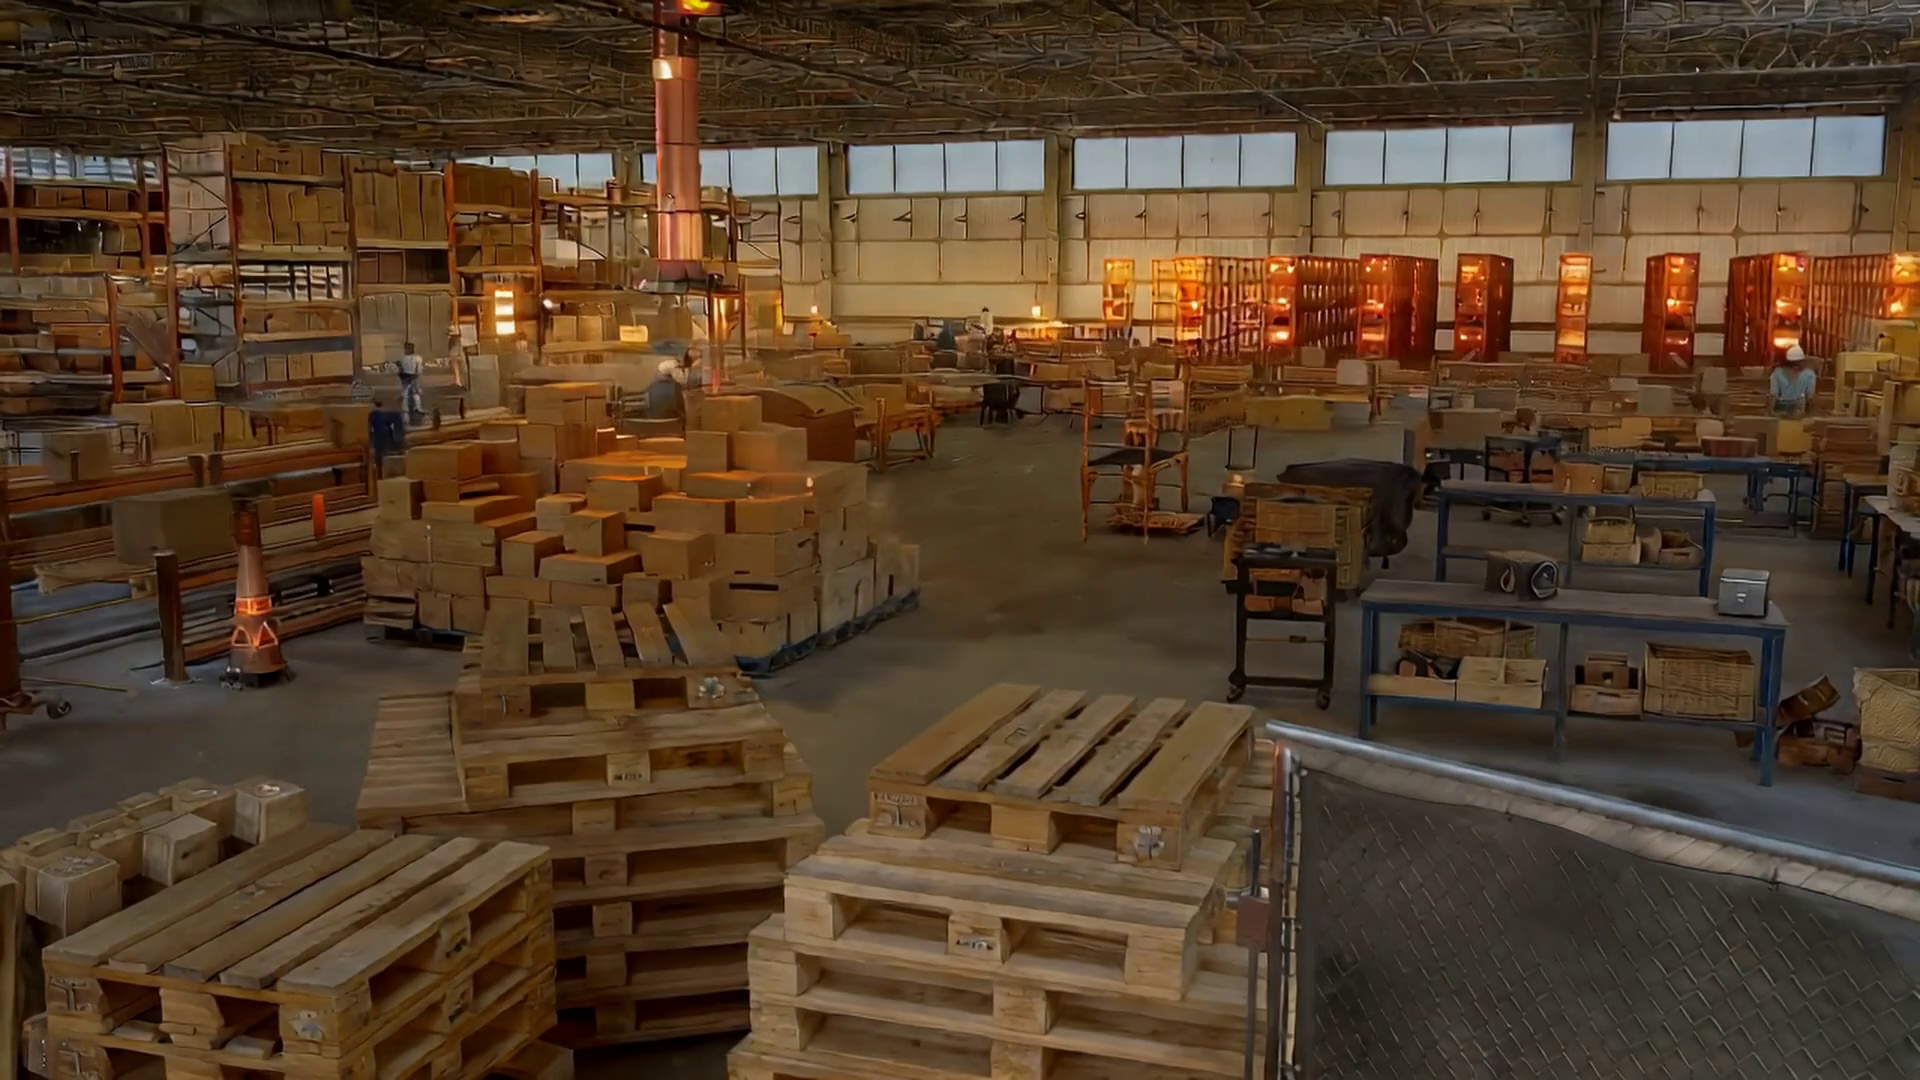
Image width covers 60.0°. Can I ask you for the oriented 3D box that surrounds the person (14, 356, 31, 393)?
[{"bbox_3d":[-19.892,-3.403,35.497,0.851,1.588,0.521,4,10,26],"label":"person"}]

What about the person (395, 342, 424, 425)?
[{"bbox_3d":[-11.195,-3.188,33.822,0.558,1.687,0.349,-3,9,-18],"label":"person"}]

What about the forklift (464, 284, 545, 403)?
[{"bbox_3d":[-10.832,-4.702,39.610,1.129,2.768,1.873,3,10,20],"label":"forklift"}]

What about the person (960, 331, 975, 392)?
[{"bbox_3d":[0.171,-3.963,38.482,0.389,1.752,0.540,1,9,8],"label":"person"}]

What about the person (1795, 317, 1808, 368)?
[{"bbox_3d":[24.375,-5.561,48.244,0.430,1.844,0.593,2,9,14],"label":"person"}]

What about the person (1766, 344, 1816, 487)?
[{"bbox_3d":[11.922,-1.785,23.908,0.607,2.048,0.369,4,10,25],"label":"person"}]

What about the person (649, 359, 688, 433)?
[{"bbox_3d":[-4.316,-1.752,24.439,0.594,1.811,0.669,4,10,25],"label":"person"}]

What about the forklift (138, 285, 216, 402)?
[{"bbox_3d":[-17.480,-4.200,36.461,1.873,2.768,1.129,3,10,19],"label":"forklift"}]

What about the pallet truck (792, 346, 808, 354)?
[{"bbox_3d":[-3.705,-4.298,42.022,0.653,1.274,1.630,3,10,20],"label":"pallet truck"}]

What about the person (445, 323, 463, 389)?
[{"bbox_3d":[-13.483,-4.884,44.275,0.339,1.757,0.518,6,11,33],"label":"person"}]

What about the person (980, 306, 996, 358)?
[{"bbox_3d":[0.962,-7.367,59.386,0.489,1.911,0.658,7,12,39],"label":"person"}]

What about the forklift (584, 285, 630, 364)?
[{"bbox_3d":[-9.934,-6.106,48.426,1.873,2.768,1.129,2,9,13],"label":"forklift"}]

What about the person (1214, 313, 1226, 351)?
[{"bbox_3d":[8.879,-6.941,57.089,0.621,1.782,0.927,1,9,5],"label":"person"}]

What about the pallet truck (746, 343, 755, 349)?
[{"bbox_3d":[-6.183,-4.618,44.264,1.601,1.201,0.680,-9,12,-43],"label":"pallet truck"}]

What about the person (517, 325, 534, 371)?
[{"bbox_3d":[-9.742,-3.855,37.280,0.451,1.921,0.575,-3,9,-16],"label":"person"}]

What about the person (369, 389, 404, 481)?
[{"bbox_3d":[-7.186,-1.088,20.846,0.526,1.618,0.374,4,10,21],"label":"person"}]
